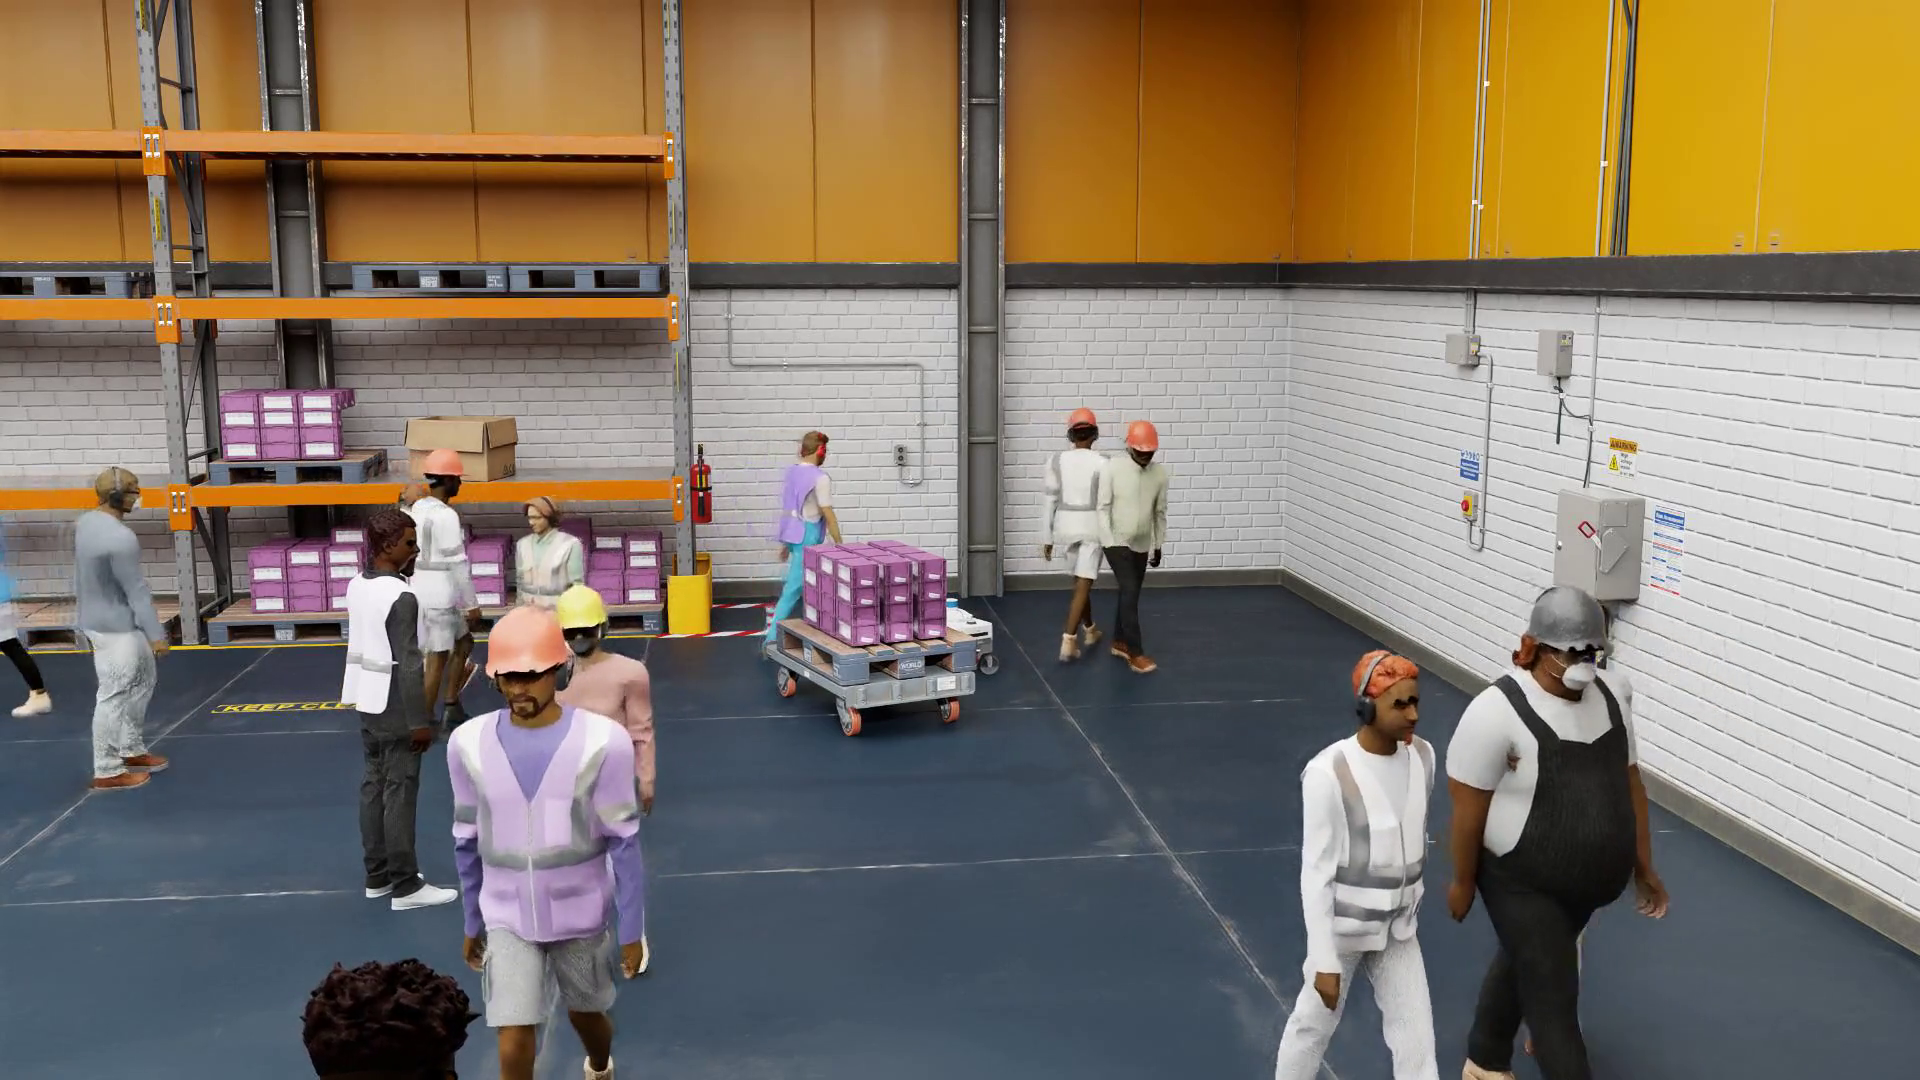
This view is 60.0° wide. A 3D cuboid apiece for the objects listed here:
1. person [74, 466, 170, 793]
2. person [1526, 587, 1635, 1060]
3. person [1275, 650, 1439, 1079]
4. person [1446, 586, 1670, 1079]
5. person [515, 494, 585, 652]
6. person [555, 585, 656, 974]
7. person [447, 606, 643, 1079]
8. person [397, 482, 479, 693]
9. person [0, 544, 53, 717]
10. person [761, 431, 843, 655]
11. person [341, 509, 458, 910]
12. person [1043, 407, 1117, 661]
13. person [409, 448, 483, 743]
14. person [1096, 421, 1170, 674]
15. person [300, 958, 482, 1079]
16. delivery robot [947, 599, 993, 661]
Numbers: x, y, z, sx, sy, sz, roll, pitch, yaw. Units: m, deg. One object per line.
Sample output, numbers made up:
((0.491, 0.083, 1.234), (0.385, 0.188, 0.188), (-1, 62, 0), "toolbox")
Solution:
((-4.867, 0.521, 9.753), (0.633, 1.918, 0.640), (-8, 12, -40), "person")
((2.282, 1.093, 6.396), (0.550, 1.843, 0.643), (-2, 9, -11), "person")
((1.341, 1.265, 5.375), (0.599, 1.830, 0.981), (-5, 11, -31), "person")
((2.086, 1.109, 5.702), (0.688, 2.000, 1.017), (-5, 10, -29), "person")
((-2.629, 0.511, 10.704), (0.526, 1.623, 0.406), (4, 10, 22), "person")
((-1.552, 1.049, 6.985), (0.526, 1.753, 0.362), (0, 9, 1), "person")
((-1.328, 1.176, 5.412), (0.619, 2.005, 1.003), (0, 9, -1), "person")
((-3.682, 0.386, 11.577), (0.562, 1.615, 0.513), (-6, 11, -34), "person")
((-6.645, 0.413, 11.231), (0.867, 1.644, 0.544), (-5, 10, -28), "person")
((-1.189, 0.039, 13.200), (0.982, 1.782, 0.652), (-5, 10, -29), "person")
((-2.731, 0.809, 7.970), (0.399, 1.915, 0.590), (-8, 12, -41), "person")
((0.974, -0.051, 13.188), (0.606, 1.994, 1.014), (5, 10, 29), "person")
((-3.298, 0.362, 10.754), (0.637, 1.911, 0.566), (-6, 11, -32), "person")
((1.341, 0.048, 12.724), (0.621, 1.912, 0.989), (-4, 10, -26), "person")
((-0.935, 1.628, 2.712), (0.377, 1.958, 0.600), (-5, 10, -28), "person")
((-0.065, 0.690, 12.646), (0.477, 0.478, 0.707), (-6, 11, -36), "delivery robot")
